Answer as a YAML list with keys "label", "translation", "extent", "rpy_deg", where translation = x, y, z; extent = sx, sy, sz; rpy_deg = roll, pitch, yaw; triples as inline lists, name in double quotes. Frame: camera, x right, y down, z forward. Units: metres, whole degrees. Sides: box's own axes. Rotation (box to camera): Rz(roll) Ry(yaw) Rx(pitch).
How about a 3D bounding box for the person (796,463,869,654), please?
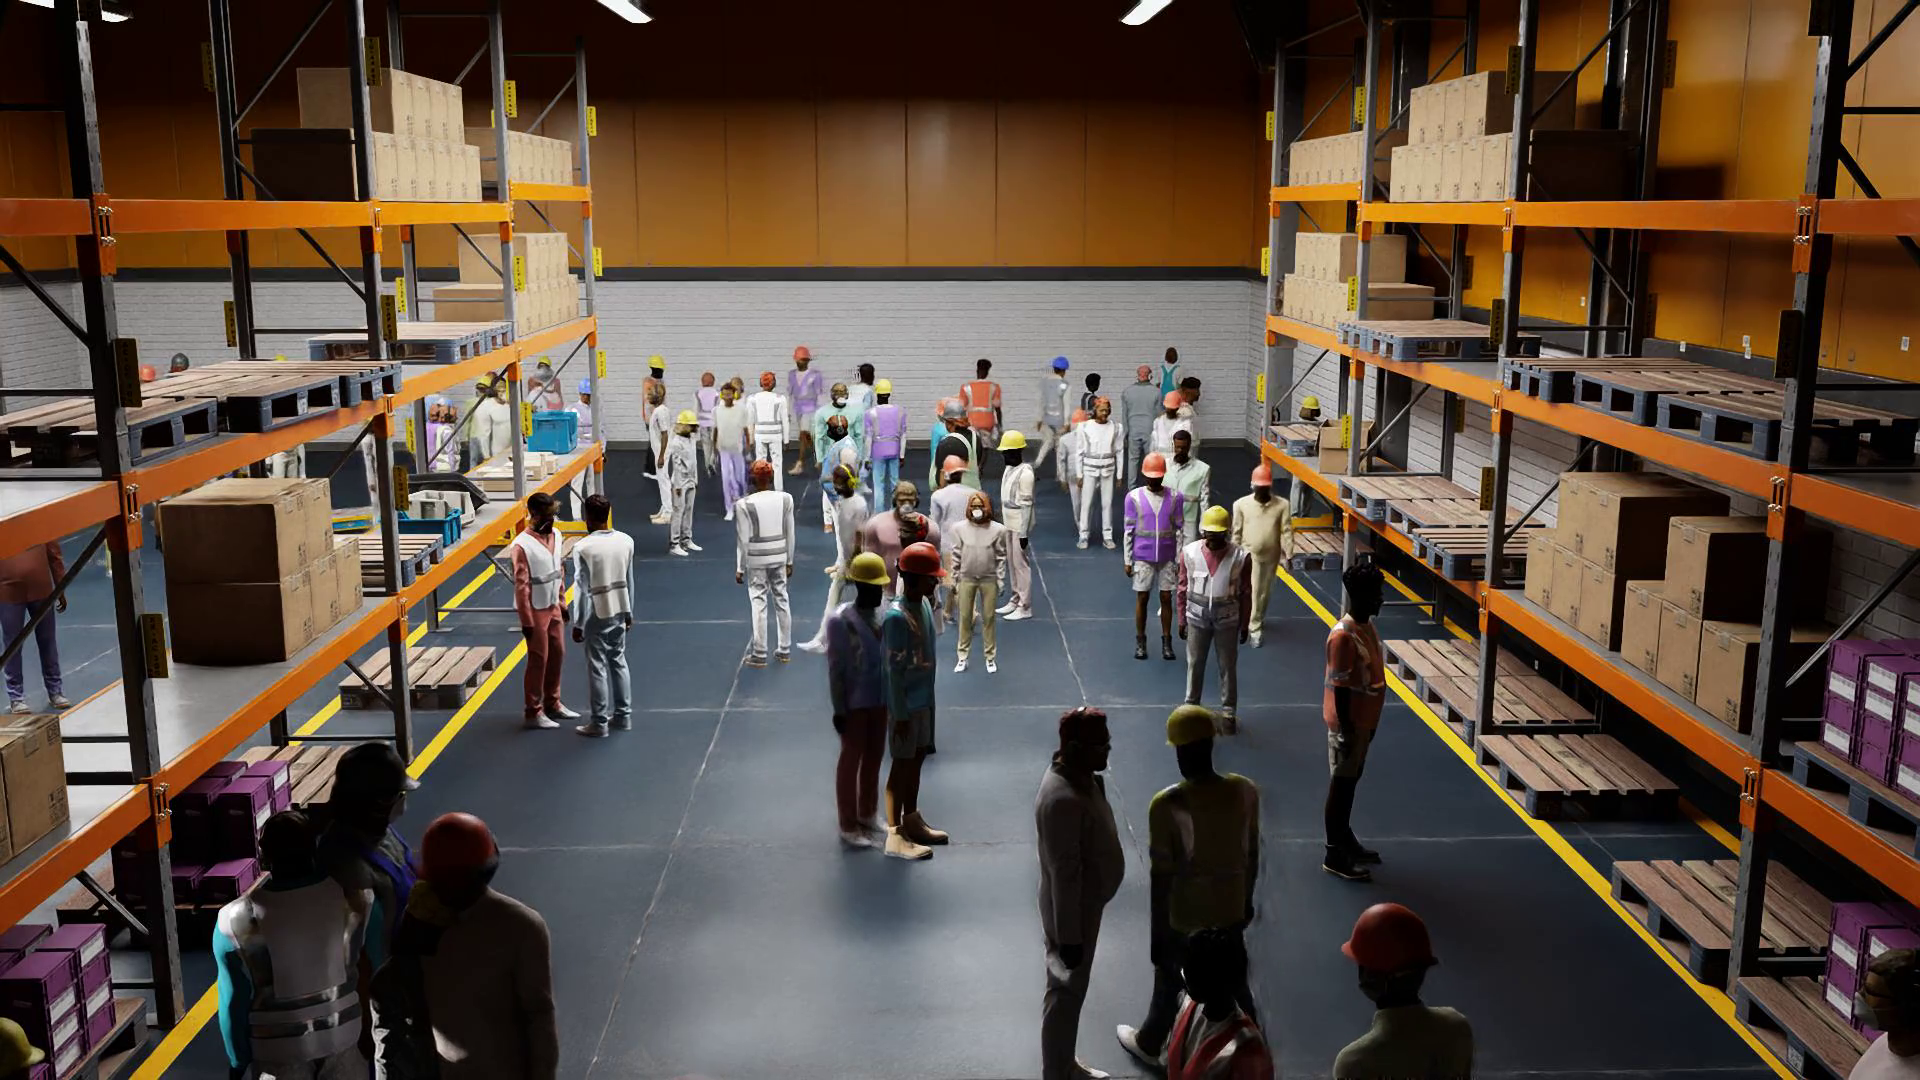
- label: "person"
  translation: [-1.078, 0.192, 15.235]
  extent: [0.955, 1.810, 0.570]
  rpy_deg: [-6, 13, -27]

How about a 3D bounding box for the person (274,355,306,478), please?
- label: "person"
  translation: [-10.152, -1.824, 25.093]
  extent: [0.382, 1.917, 0.585]
  rpy_deg: [3, 12, 14]

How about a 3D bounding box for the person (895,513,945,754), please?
- label: "person"
  translation: [-0.317, 0.704, 12.586]
  extent: [0.384, 1.848, 0.570]
  rpy_deg: [-2, 11, -9]

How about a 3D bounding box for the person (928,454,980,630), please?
- label: "person"
  translation: [-0.024, 0.031, 16.277]
  extent: [0.555, 1.729, 0.783]
  rpy_deg: [-9, 15, -39]

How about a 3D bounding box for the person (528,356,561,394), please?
- label: "person"
  translation: [-6.673, -2.078, 26.782]
  extent: [0.535, 1.753, 0.341]
  rpy_deg: [-1, 11, -5]

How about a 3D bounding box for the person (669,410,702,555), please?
- label: "person"
  translation: [-3.271, -0.686, 19.852]
  extent: [0.354, 1.734, 0.485]
  rpy_deg: [4, 12, 21]

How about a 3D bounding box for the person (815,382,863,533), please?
- label: "person"
  translation: [-1.535, -1.048, 21.175]
  extent: [0.632, 1.932, 0.369]
  rpy_deg: [-4, 12, -17]

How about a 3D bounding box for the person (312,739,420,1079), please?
- label: "person"
  translation: [-2.332, 1.775, 6.730]
  extent: [0.535, 2.000, 0.683]
  rpy_deg: [-3, 12, -12]

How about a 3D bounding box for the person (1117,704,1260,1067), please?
- label: "person"
  translation: [1.110, 1.679, 7.676]
  extent: [0.642, 1.860, 0.989]
  rpy_deg: [-5, 12, -24]

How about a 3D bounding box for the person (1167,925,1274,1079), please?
- label: "person"
  translation: [0.880, 2.137, 5.787]
  extent: [0.321, 1.694, 0.529]
  rpy_deg: [-4, 12, -18]

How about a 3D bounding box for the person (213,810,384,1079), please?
- label: "person"
  translation: [-2.535, 1.932, 6.461]
  extent: [0.623, 1.839, 0.429]
  rpy_deg: [-7, 13, -31]

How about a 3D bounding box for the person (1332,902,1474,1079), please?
- label: "person"
  translation: [1.375, 2.116, 5.234]
  extent: [0.624, 1.966, 0.545]
  rpy_deg: [-9, 14, -38]

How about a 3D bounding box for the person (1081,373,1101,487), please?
- label: "person"
  translation: [1.942, -1.633, 24.693]
  extent: [0.319, 1.695, 0.533]
  rpy_deg: [-2, 11, -11]

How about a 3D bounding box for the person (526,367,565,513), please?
- label: "person"
  translation: [-5.582, -1.385, 22.579]
  extent: [0.597, 2.000, 0.764]
  rpy_deg: [3, 12, 16]

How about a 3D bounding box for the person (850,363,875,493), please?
- label: "person"
  translation: [-1.405, -1.603, 24.046]
  extent: [0.450, 1.900, 0.588]
  rpy_deg: [-6, 13, -29]

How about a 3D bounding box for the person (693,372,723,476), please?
- label: "person"
  translation: [-3.837, -1.773, 25.556]
  extent: [0.537, 1.619, 0.560]
  rpy_deg: [1, 11, 6]

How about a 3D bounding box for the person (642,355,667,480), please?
- label: "person"
  translation: [-4.645, -1.863, 25.314]
  extent: [0.476, 1.912, 0.610]
  rpy_deg: [4, 12, 18]

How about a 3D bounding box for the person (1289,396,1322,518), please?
- label: "person"
  translation: [4.452, -0.979, 21.288]
  extent: [0.489, 1.743, 0.323]
  rpy_deg: [-8, 14, -34]

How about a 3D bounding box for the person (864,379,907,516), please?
- label: "person"
  translation: [-0.975, -1.113, 21.492]
  extent: [0.587, 1.930, 0.357]
  rpy_deg: [-6, 13, -26]

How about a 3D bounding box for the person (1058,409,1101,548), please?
- label: "person"
  translation: [1.510, -0.799, 20.517]
  extent: [0.584, 1.703, 0.845]
  rpy_deg: [3, 12, 12]

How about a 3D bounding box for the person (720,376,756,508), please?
- label: "person"
  translation: [-3.078, -1.398, 23.239]
  extent: [0.522, 1.816, 0.875]
  rpy_deg: [0, 11, -2]

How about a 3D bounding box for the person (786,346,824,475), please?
- label: "person"
  translation: [-2.391, -2.051, 26.054]
  extent: [0.614, 2.005, 1.021]
  rpy_deg: [7, 13, 30]

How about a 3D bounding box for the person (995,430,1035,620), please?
- label: "person"
  translation: [0.555, -0.151, 16.707]
  extent: [0.388, 1.919, 0.588]
  rpy_deg: [-3, 12, -15]

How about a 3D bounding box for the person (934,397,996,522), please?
- label: "person"
  translation: [0.070, -0.844, 20.363]
  extent: [1.048, 1.862, 0.555]
  rpy_deg: [-5, 12, -23]

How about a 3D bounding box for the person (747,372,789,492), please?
- label: "person"
  translation: [-2.639, -1.382, 22.956]
  extent: [0.583, 1.882, 0.337]
  rpy_deg: [2, 11, 8]

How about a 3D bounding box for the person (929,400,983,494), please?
- label: "person"
  translation: [-0.083, -0.526, 18.270]
  extent: [0.538, 2.000, 0.684]
  rpy_deg: [7, 13, 31]

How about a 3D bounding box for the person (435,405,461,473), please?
- label: "person"
  translation: [-6.507, -0.902, 21.191]
  extent: [0.318, 1.631, 0.524]
  rpy_deg: [-6, 13, -27]

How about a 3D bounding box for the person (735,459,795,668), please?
- label: "person"
  translation: [-1.751, 0.211, 14.974]
  extent: [0.572, 1.883, 0.354]
  rpy_deg: [-7, 13, -32]

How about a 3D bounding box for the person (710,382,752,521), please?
- label: "person"
  translation: [-3.053, -1.208, 22.201]
  extent: [0.544, 1.849, 0.652]
  rpy_deg: [0, 11, 1]

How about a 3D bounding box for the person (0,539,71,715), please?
- label: "person"
  translation: [-7.623, 0.440, 13.569]
  extent: [0.615, 1.987, 0.407]
  rpy_deg: [-10, 15, -42]

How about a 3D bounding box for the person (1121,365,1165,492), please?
- label: "person"
  translation: [2.626, -1.546, 23.728]
  extent: [0.642, 1.907, 0.410]
  rpy_deg: [5, 12, 23]

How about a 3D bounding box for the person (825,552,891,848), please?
- label: "person"
  translation: [-0.604, 1.021, 10.813]
  extent: [0.386, 1.926, 0.592]
  rpy_deg: [10, 15, 41]
